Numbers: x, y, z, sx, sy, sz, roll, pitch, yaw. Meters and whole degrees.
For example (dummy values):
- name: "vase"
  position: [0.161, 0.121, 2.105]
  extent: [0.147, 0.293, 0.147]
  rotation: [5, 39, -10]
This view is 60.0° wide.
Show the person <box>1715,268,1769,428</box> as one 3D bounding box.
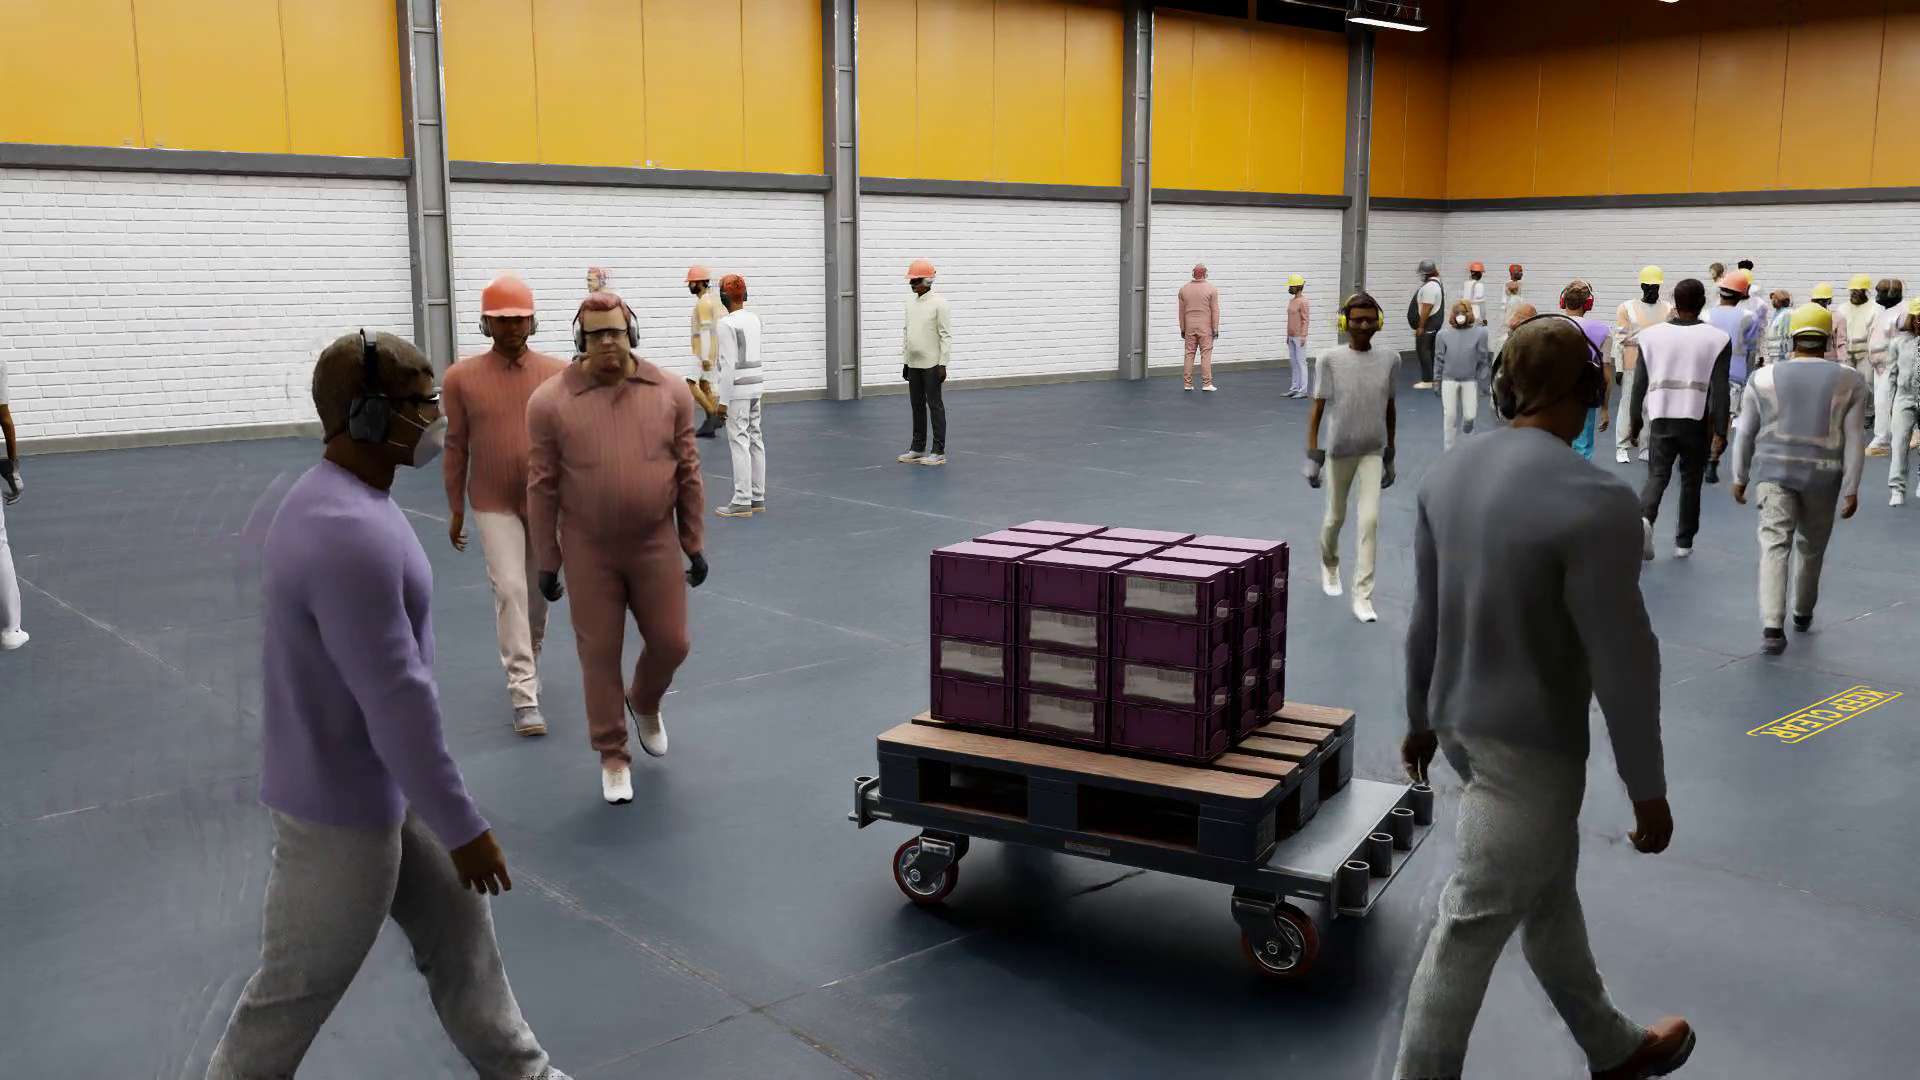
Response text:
- name: "person"
  position: [9.279, -2.296, 19.849]
  extent: [0.620, 1.894, 0.728]
  rotation: [4, 11, 25]

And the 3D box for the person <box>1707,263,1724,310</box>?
- name: "person"
  position: [12.488, -3.646, 27.688]
  extent: [0.858, 1.907, 0.655]
  rotation: [4, 10, 22]

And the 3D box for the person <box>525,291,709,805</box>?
- name: "person"
  position: [-1.293, 0.014, 6.275]
  extent: [0.671, 1.893, 0.542]
  rotation: [-4, 10, -20]

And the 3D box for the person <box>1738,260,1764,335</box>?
- name: "person"
  position: [11.894, -3.273, 25.318]
  extent: [0.607, 1.966, 0.367]
  rotation: [7, 12, 36]

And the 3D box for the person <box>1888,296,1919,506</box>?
- name: "person"
  position: [7.881, -1.155, 13.673]
  extent: [0.485, 1.710, 0.859]
  rotation: [7, 12, 36]

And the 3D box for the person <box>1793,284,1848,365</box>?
- name: "person"
  position: [9.452, -1.953, 18.305]
  extent: [0.529, 1.726, 0.898]
  rotation: [4, 11, 24]

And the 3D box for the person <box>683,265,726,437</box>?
- name: "person"
  position: [-2.873, -2.086, 18.487]
  extent: [0.394, 1.922, 0.552]
  rotation: [0, 10, 1]

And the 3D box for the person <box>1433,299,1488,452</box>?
- name: "person"
  position: [4.840, -1.523, 16.090]
  extent: [0.513, 1.614, 0.505]
  rotation: [4, 10, 20]

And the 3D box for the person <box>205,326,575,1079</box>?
- name: "person"
  position: [-1.141, 0.521, 3.359]
  extent: [1.027, 1.884, 0.640]
  rotation: [-3, 10, -16]

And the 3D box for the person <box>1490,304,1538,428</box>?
- name: "person"
  position: [4.800, -1.222, 14.343]
  extent: [0.503, 1.616, 0.605]
  rotation: [9, 13, 42]

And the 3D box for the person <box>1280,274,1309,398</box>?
- name: "person"
  position: [4.790, -2.898, 23.718]
  extent: [0.327, 1.765, 0.528]
  rotation: [-2, 10, -13]

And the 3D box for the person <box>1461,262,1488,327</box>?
- name: "person"
  position: [9.254, -4.040, 29.934]
  extent: [0.393, 1.921, 0.555]
  rotation: [-2, 10, -12]

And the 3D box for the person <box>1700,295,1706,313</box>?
- name: "person"
  position: [7.939, -1.860, 17.933]
  extent: [0.319, 1.669, 0.643]
  rotation: [6, 11, 32]

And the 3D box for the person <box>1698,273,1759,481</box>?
- name: "person"
  position: [6.948, -1.489, 15.166]
  extent: [0.550, 1.863, 1.060]
  rotation: [5, 11, 28]

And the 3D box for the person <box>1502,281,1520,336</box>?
- name: "person"
  position: [8.947, -3.361, 26.832]
  extent: [0.574, 1.621, 0.524]
  rotation: [3, 10, 15]

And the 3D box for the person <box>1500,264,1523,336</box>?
- name: "person"
  position: [9.671, -3.892, 29.201]
  extent: [0.340, 1.880, 0.578]
  rotation: [1, 10, 3]

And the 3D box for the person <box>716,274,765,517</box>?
- name: "person"
  position: [-1.720, -1.118, 12.950]
  extent: [0.362, 1.883, 0.575]
  rotation: [4, 10, 22]

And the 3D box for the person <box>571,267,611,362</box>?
- name: "person"
  position: [-4.211, -2.137, 18.929]
  extent: [0.743, 1.886, 0.721]
  rotation: [-6, 12, -33]

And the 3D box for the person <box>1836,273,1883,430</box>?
- name: "person"
  position: [10.283, -2.129, 19.033]
  extent: [0.467, 1.825, 0.632]
  rotation: [-7, 12, -36]

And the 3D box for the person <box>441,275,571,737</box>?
- name: "person"
  position: [-1.943, -0.191, 7.344]
  extent: [0.626, 1.950, 1.004]
  rotation: [-4, 11, -23]

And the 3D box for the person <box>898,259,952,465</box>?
- name: "person"
  position: [-0.352, -1.723, 16.167]
  extent: [0.388, 1.990, 0.624]
  rotation: [-9, 13, -42]

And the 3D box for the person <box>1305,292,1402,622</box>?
- name: "person"
  position: [2.245, -0.510, 9.554]
  extent: [0.531, 1.834, 0.944]
  rotation: [0, 10, 3]

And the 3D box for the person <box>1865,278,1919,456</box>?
- name: "person"
  position: [9.493, -1.740, 16.812]
  extent: [0.691, 1.817, 0.665]
  rotation: [1, 10, 4]

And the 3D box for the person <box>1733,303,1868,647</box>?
- name: "person"
  position: [4.383, -0.343, 8.718]
  extent: [0.615, 1.781, 0.950]
  rotation: [5, 11, 29]

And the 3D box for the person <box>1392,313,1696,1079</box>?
- name: "person"
  position: [1.356, 0.451, 3.736]
  extent: [0.985, 1.879, 0.674]
  rotation: [-3, 10, -14]

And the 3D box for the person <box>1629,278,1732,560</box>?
- name: "person"
  position: [4.768, -0.793, 11.060]
  extent: [0.620, 1.886, 0.795]
  rotation: [6, 11, 32]

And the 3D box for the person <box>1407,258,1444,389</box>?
- name: "person"
  position: [7.142, -3.342, 25.508]
  extent: [0.534, 2.000, 0.836]
  rotation: [4, 11, 23]

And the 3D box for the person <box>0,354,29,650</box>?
- name: "person"
  position: [-5.082, -0.347, 8.474]
  extent: [0.523, 1.870, 0.317]
  rotation: [-6, 11, -31]

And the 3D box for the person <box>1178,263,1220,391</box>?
- name: "person"
  position: [3.603, -3.188, 24.984]
  extent: [0.641, 1.913, 0.407]
  rotation: [6, 11, 29]

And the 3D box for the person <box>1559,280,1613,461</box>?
- name: "person"
  position: [4.469, -0.975, 12.217]
  extent: [0.566, 1.844, 0.381]
  rotation: [6, 11, 30]

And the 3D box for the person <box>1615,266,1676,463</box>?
- name: "person"
  position: [6.698, -1.709, 16.274]
  extent: [0.585, 1.928, 0.368]
  rotation: [-1, 10, -4]

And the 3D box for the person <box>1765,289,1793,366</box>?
- name: "person"
  position: [10.114, -2.268, 20.442]
  extent: [0.521, 1.620, 0.530]
  rotation: [1, 10, 6]
